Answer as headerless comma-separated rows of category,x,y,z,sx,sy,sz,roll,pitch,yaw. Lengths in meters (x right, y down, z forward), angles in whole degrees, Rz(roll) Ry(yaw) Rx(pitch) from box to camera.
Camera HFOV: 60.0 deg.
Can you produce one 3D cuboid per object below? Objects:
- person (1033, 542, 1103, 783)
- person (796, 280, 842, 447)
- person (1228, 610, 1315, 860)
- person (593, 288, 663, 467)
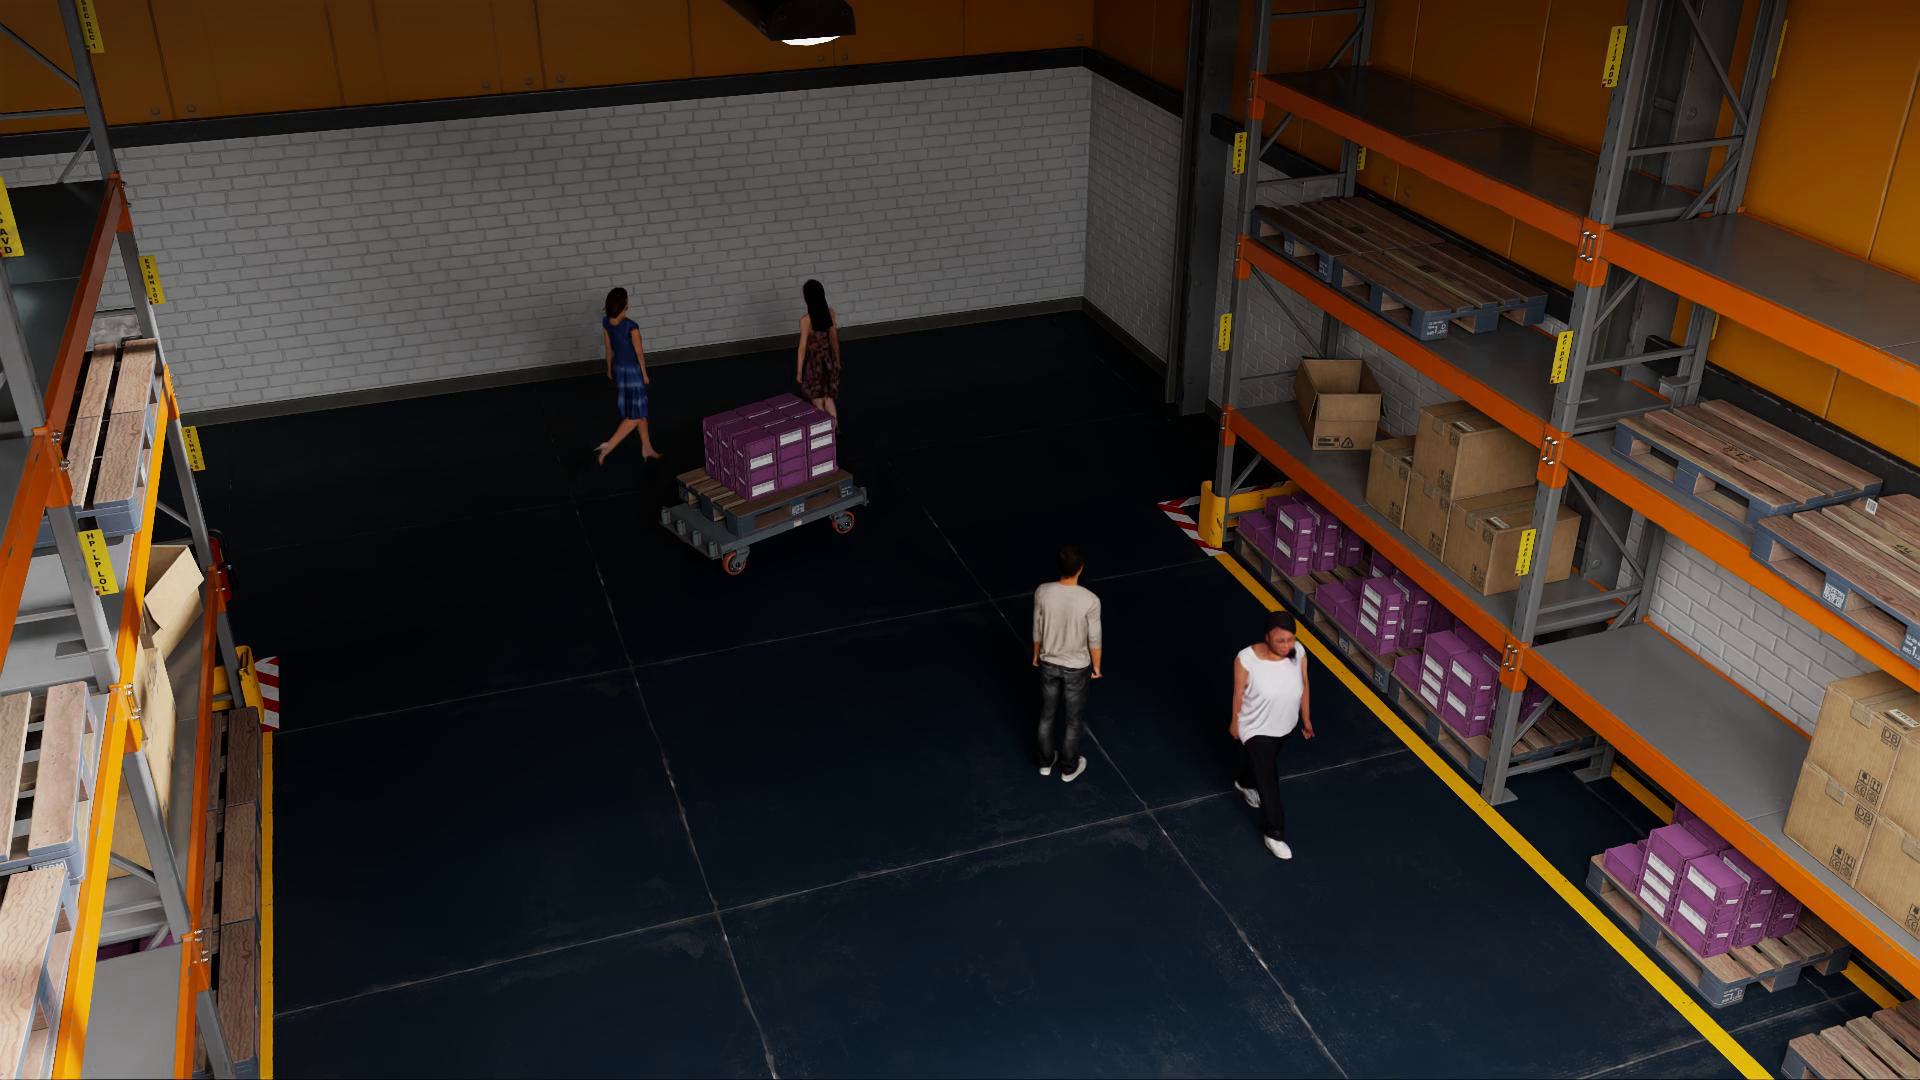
person,0.710,0.843,11.318,0.717,1.808,0.762,11,30,19
person,-1.273,-1.597,15.839,0.841,1.764,0.785,21,35,33
person,2.003,1.164,10.896,0.691,1.650,1.085,-11,31,-20
person,-3.155,-1.441,15.539,1.033,1.777,1.095,-26,38,-38
